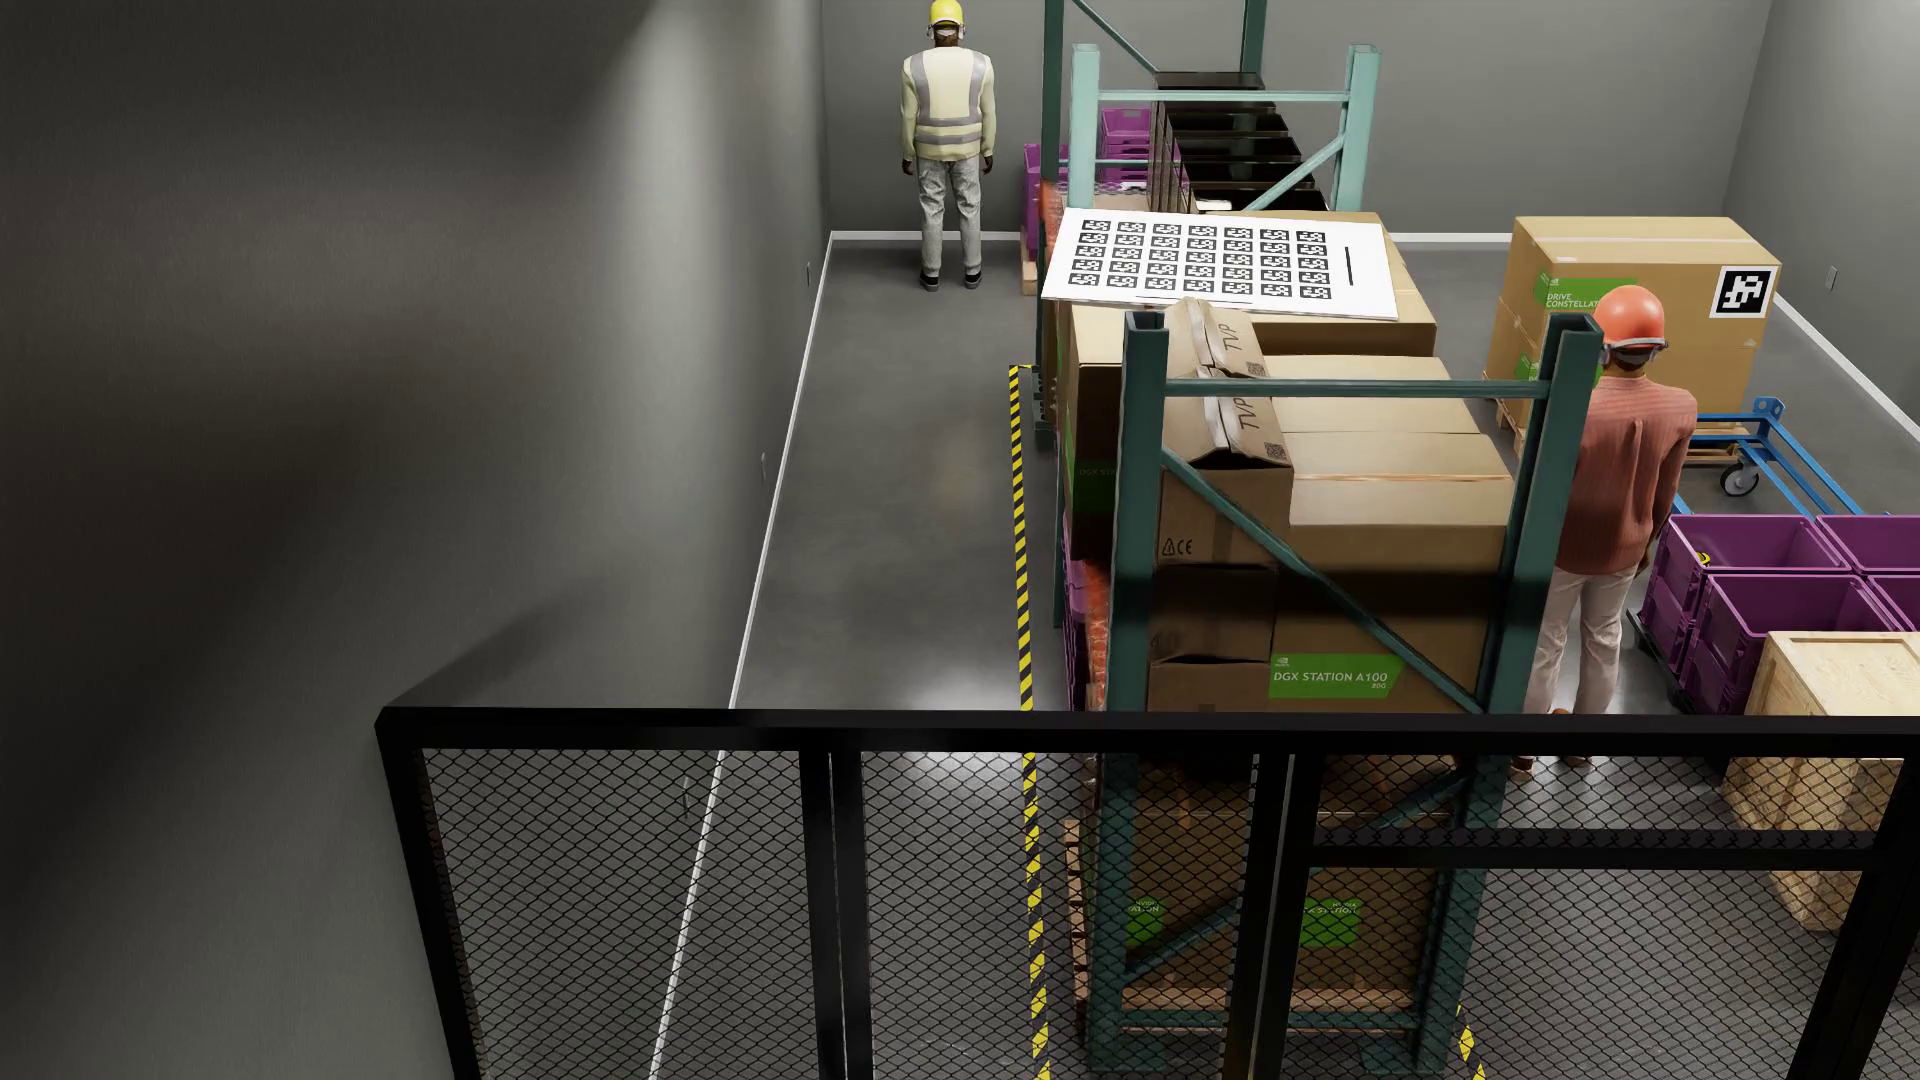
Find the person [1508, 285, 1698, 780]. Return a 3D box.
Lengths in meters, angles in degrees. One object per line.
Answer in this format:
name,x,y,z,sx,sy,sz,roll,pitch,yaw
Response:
person,2.308,0.008,6.150,0.612,1.993,0.386,-7,32,-12

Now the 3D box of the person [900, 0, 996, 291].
person,-0.077,-2.458,10.411,0.600,1.819,0.403,-3,31,-6
